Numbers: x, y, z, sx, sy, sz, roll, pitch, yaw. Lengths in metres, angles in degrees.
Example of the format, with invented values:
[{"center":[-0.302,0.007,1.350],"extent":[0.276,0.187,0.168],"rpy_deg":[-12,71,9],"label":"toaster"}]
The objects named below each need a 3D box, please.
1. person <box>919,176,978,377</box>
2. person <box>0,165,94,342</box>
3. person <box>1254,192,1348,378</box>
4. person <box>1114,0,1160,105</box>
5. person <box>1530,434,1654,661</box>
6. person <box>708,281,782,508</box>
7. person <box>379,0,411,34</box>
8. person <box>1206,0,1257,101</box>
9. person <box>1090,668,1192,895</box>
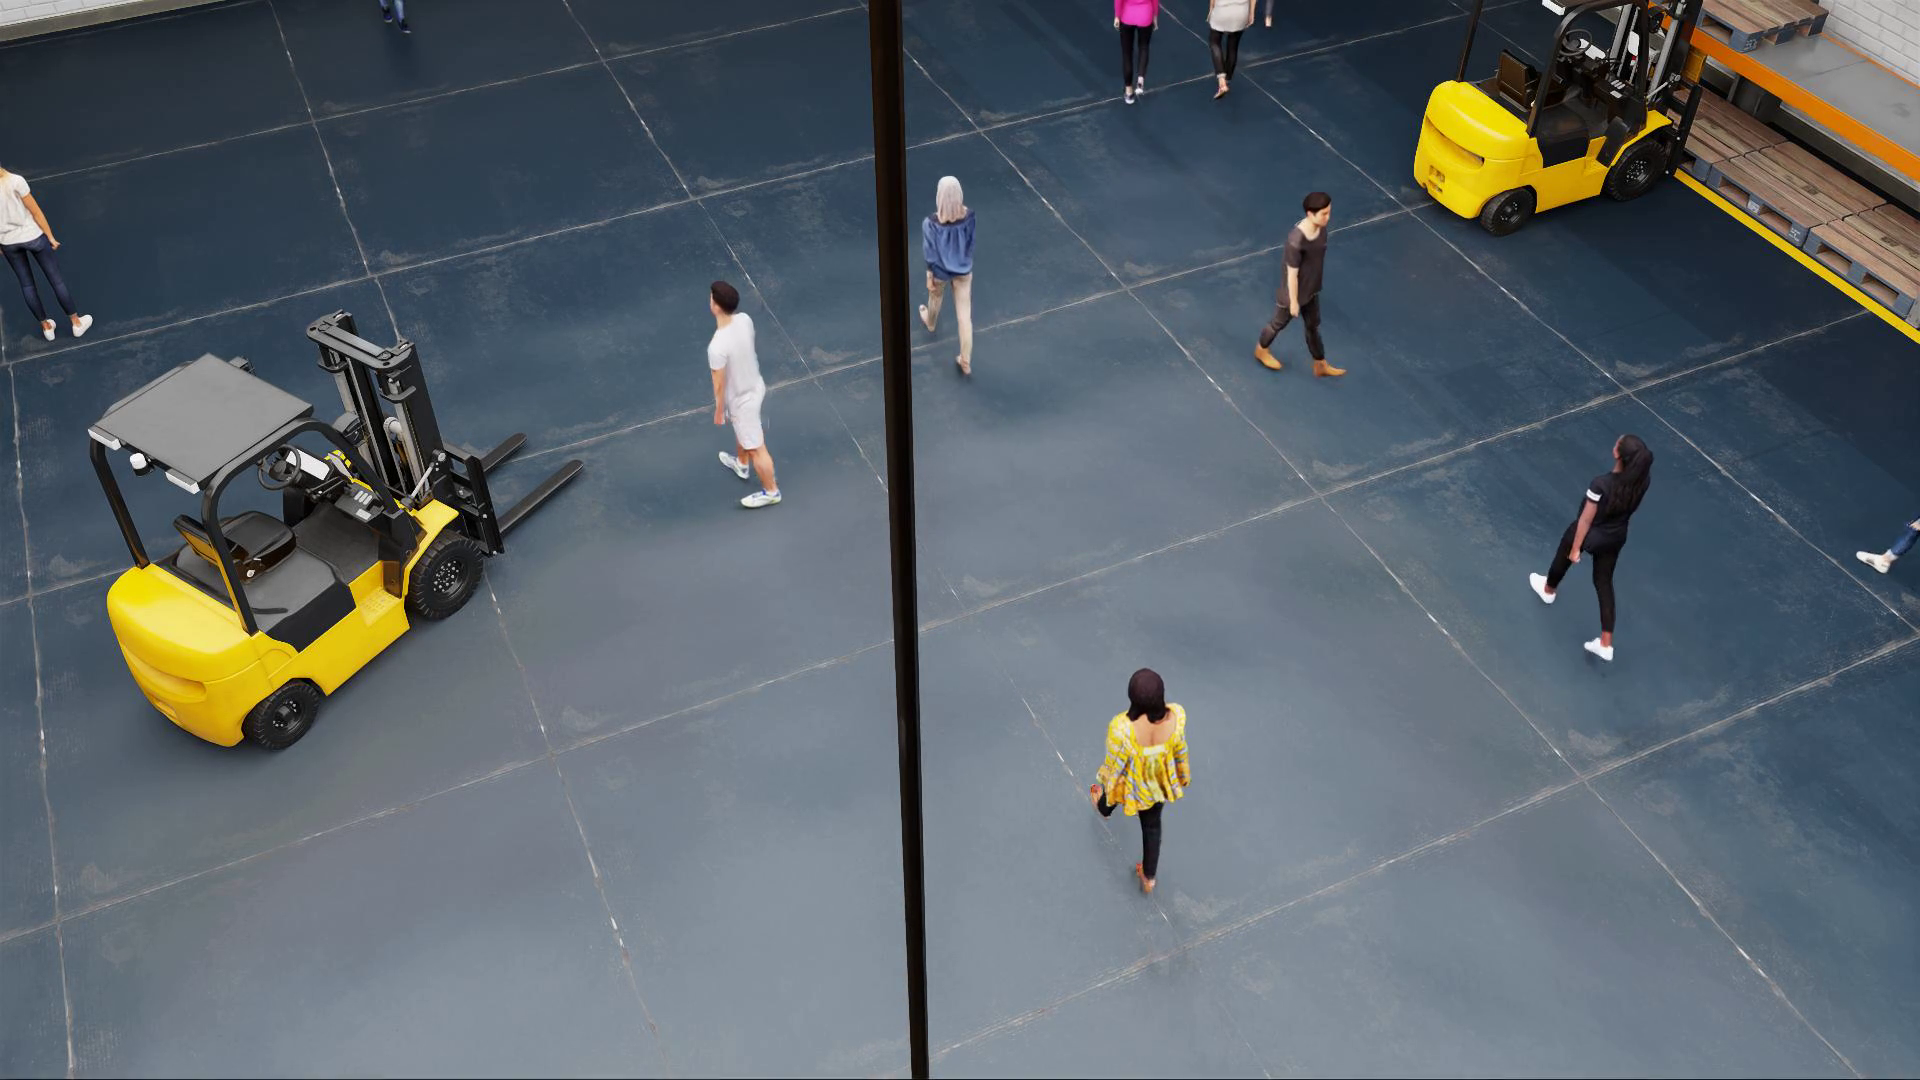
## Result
[{"center":[-0.043,-2.080,13.305],"extent":[0.678,1.640,1.157],"rpy_deg":[-14,45,-15],"label":"person"},{"center":[-7.627,-2.428,13.541],"extent":[0.650,1.809,0.573],"rpy_deg":[-8,44,-8],"label":"person"},{"center":[2.634,-2.045,13.235],"extent":[1.094,1.675,0.843],"rpy_deg":[34,53,30],"label":"person"},{"center":[1.756,-5.087,16.427],"extent":[0.707,1.688,0.743],"rpy_deg":[-2,44,-2],"label":"person"},{"center":[4.280,0.047,11.030],"extent":[0.779,1.689,1.223],"rpy_deg":[-10,44,-10],"label":"person"},{"center":[-1.534,-1.025,12.057],"extent":[1.001,1.824,0.946],"rpy_deg":[9,44,9],"label":"person"},{"center":[-6.198,-6.101,17.818],"extent":[0.521,1.227,0.888],"rpy_deg":[-20,47,-20],"label":"person"},{"center":[2.678,-5.131,16.376],"extent":[0.809,1.811,0.953],"rpy_deg":[-2,44,-2],"label":"person"},{"center":[1.070,1.453,9.653],"extent":[0.800,1.552,1.079],"rpy_deg":[-12,45,-12],"label":"person"}]
